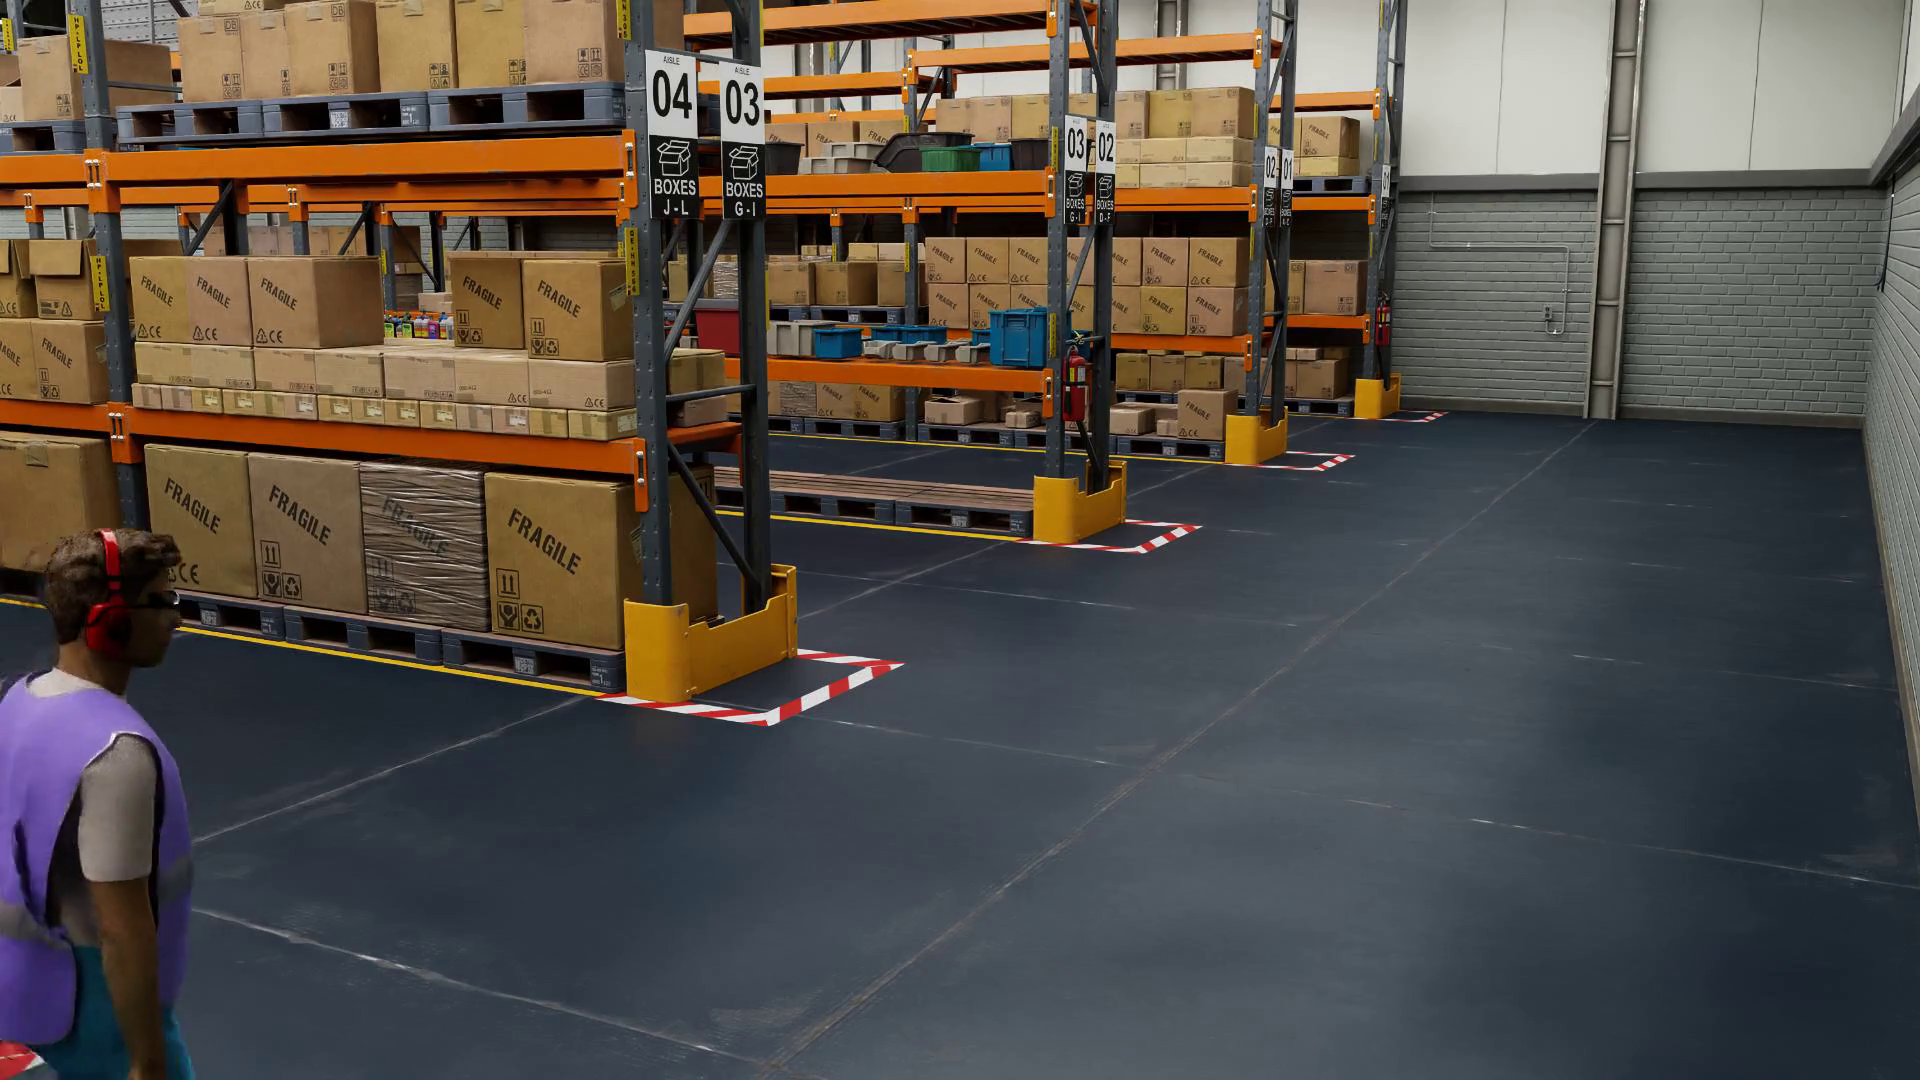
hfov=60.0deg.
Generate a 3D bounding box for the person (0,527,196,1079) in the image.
[{"bbox_3d":[-1.667,0.886,3.117,0.587,1.821,0.611,-9,14,-41],"label":"person"}]
